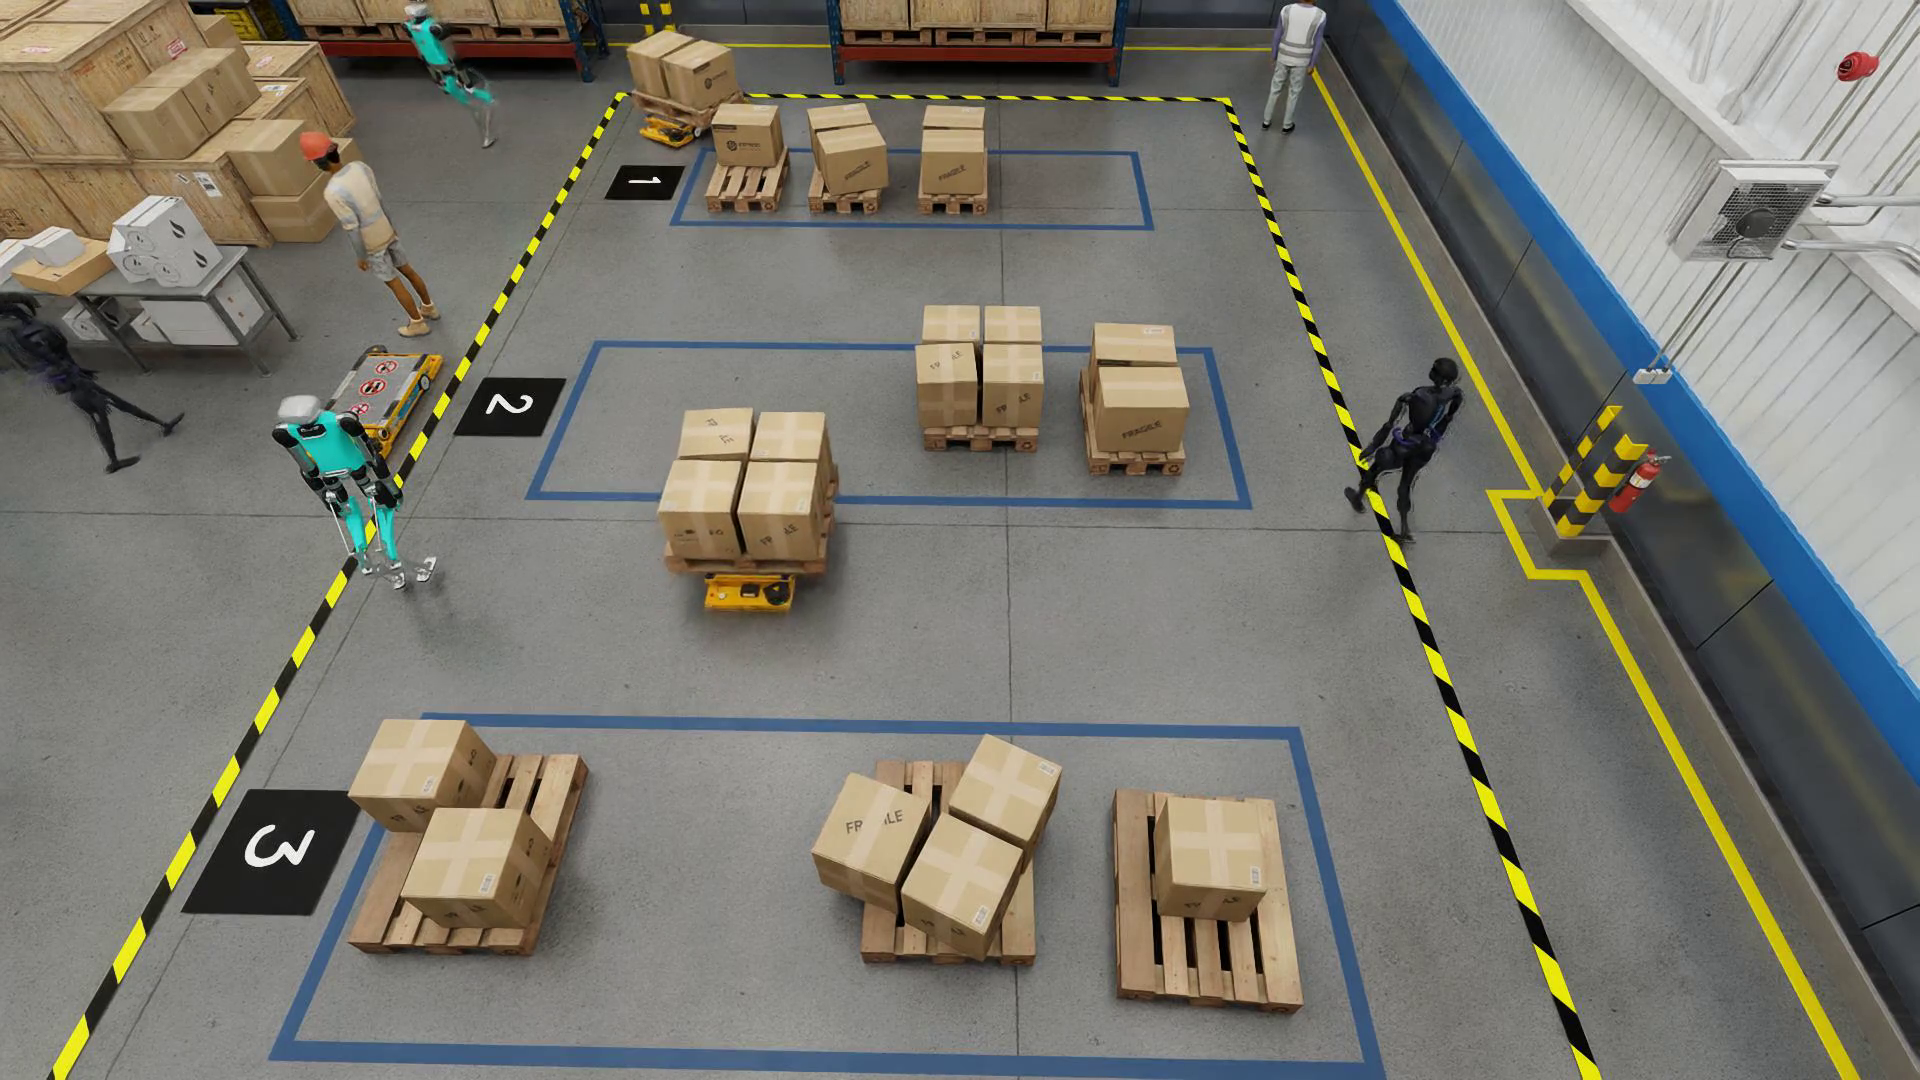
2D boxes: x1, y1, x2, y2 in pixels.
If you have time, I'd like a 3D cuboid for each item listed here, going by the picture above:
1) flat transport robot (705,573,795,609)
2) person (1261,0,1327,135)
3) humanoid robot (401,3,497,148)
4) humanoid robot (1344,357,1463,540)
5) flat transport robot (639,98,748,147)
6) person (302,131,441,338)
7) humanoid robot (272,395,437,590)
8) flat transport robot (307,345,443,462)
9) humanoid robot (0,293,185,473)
[{"bbox_3d":[-1.610,-0.071,7.409,0.652,0.197,1.431,1,50,1],"label":"flat transport robot"},{"bbox_3d":[4.172,-6.020,11.437,0.586,1.831,0.403,23,54,19],"label":"person"},{"bbox_3d":[-6.105,-5.638,11.240,0.541,1.879,0.759,13,51,11],"label":"humanoid robot"},{"bbox_3d":[3.455,-0.687,7.044,0.589,1.638,0.686,-8,50,-6],"label":"humanoid robot"},{"bbox_3d":[-3.524,-5.660,12.138,0.652,0.197,1.431,24,54,19],"label":"flat transport robot"},{"bbox_3d":[-5.518,-2.830,8.603,0.384,2.040,0.605,4,50,4],"label":"person"},{"bbox_3d":[-4.277,-0.199,6.485,0.533,1.677,0.735,-11,51,-9],"label":"humanoid robot"},{"bbox_3d":[-5.383,-1.269,8.441,0.659,0.231,1.431,1,50,1],"label":"flat transport robot"},{"bbox_3d":[-7.235,-1.336,7.594,0.610,1.624,0.756,36,59,27],"label":"humanoid robot"}]
